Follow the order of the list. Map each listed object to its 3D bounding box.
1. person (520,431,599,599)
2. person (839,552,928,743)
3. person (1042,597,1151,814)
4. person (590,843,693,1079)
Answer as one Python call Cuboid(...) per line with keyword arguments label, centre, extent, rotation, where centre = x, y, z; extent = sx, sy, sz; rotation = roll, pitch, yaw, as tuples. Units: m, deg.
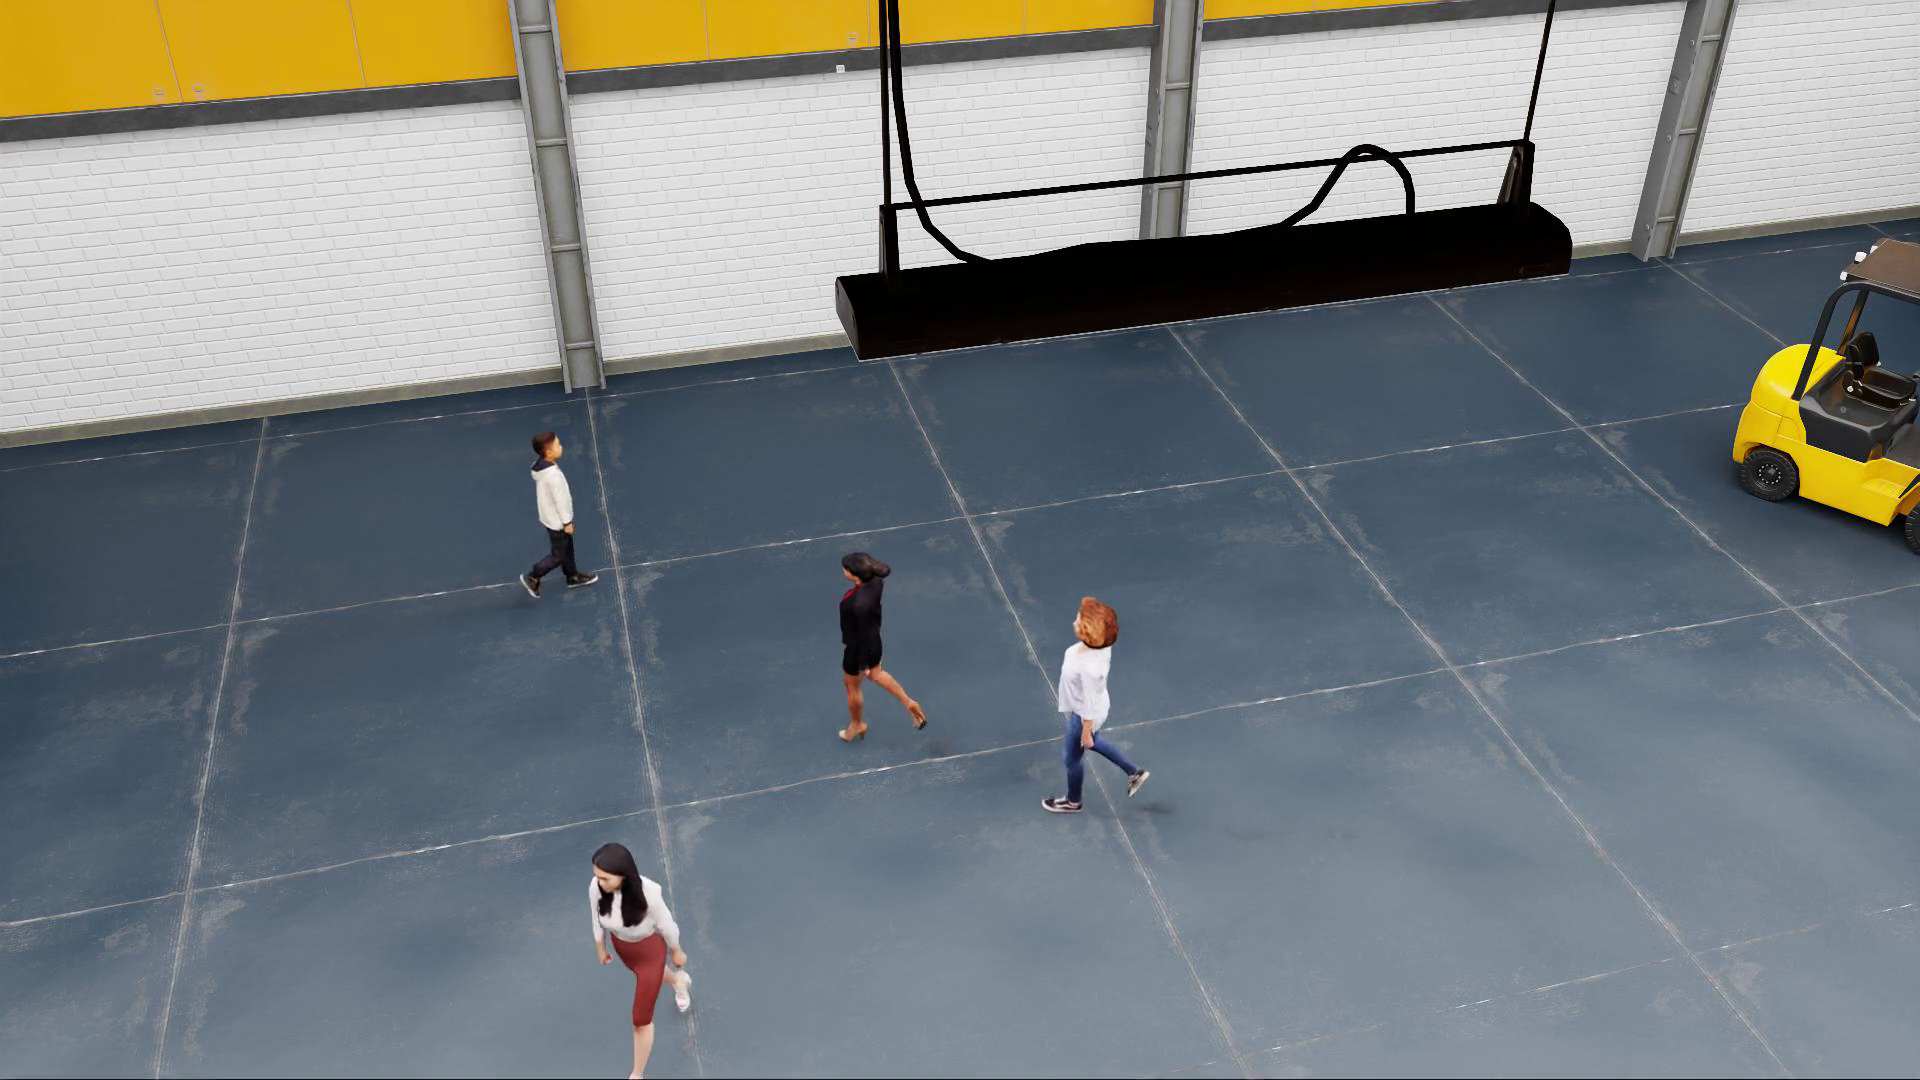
Cuboid(label="person", centre=(-3.231, -0.171, 13.038), extent=(0.863, 1.441, 0.645), rotation=(-13, 36, -19))
Cuboid(label="person", centre=(-0.577, 0.770, 11.459), extent=(0.964, 1.622, 0.847), rotation=(11, 35, 16))
Cuboid(label="person", centre=(0.928, 1.108, 10.881), extent=(1.044, 1.698, 0.895), rotation=(7, 34, 10))
Cuboid(label="person", centre=(-1.716, 2.236, 9.179), extent=(1.172, 1.703, 1.150), rotation=(10, 35, 15))
